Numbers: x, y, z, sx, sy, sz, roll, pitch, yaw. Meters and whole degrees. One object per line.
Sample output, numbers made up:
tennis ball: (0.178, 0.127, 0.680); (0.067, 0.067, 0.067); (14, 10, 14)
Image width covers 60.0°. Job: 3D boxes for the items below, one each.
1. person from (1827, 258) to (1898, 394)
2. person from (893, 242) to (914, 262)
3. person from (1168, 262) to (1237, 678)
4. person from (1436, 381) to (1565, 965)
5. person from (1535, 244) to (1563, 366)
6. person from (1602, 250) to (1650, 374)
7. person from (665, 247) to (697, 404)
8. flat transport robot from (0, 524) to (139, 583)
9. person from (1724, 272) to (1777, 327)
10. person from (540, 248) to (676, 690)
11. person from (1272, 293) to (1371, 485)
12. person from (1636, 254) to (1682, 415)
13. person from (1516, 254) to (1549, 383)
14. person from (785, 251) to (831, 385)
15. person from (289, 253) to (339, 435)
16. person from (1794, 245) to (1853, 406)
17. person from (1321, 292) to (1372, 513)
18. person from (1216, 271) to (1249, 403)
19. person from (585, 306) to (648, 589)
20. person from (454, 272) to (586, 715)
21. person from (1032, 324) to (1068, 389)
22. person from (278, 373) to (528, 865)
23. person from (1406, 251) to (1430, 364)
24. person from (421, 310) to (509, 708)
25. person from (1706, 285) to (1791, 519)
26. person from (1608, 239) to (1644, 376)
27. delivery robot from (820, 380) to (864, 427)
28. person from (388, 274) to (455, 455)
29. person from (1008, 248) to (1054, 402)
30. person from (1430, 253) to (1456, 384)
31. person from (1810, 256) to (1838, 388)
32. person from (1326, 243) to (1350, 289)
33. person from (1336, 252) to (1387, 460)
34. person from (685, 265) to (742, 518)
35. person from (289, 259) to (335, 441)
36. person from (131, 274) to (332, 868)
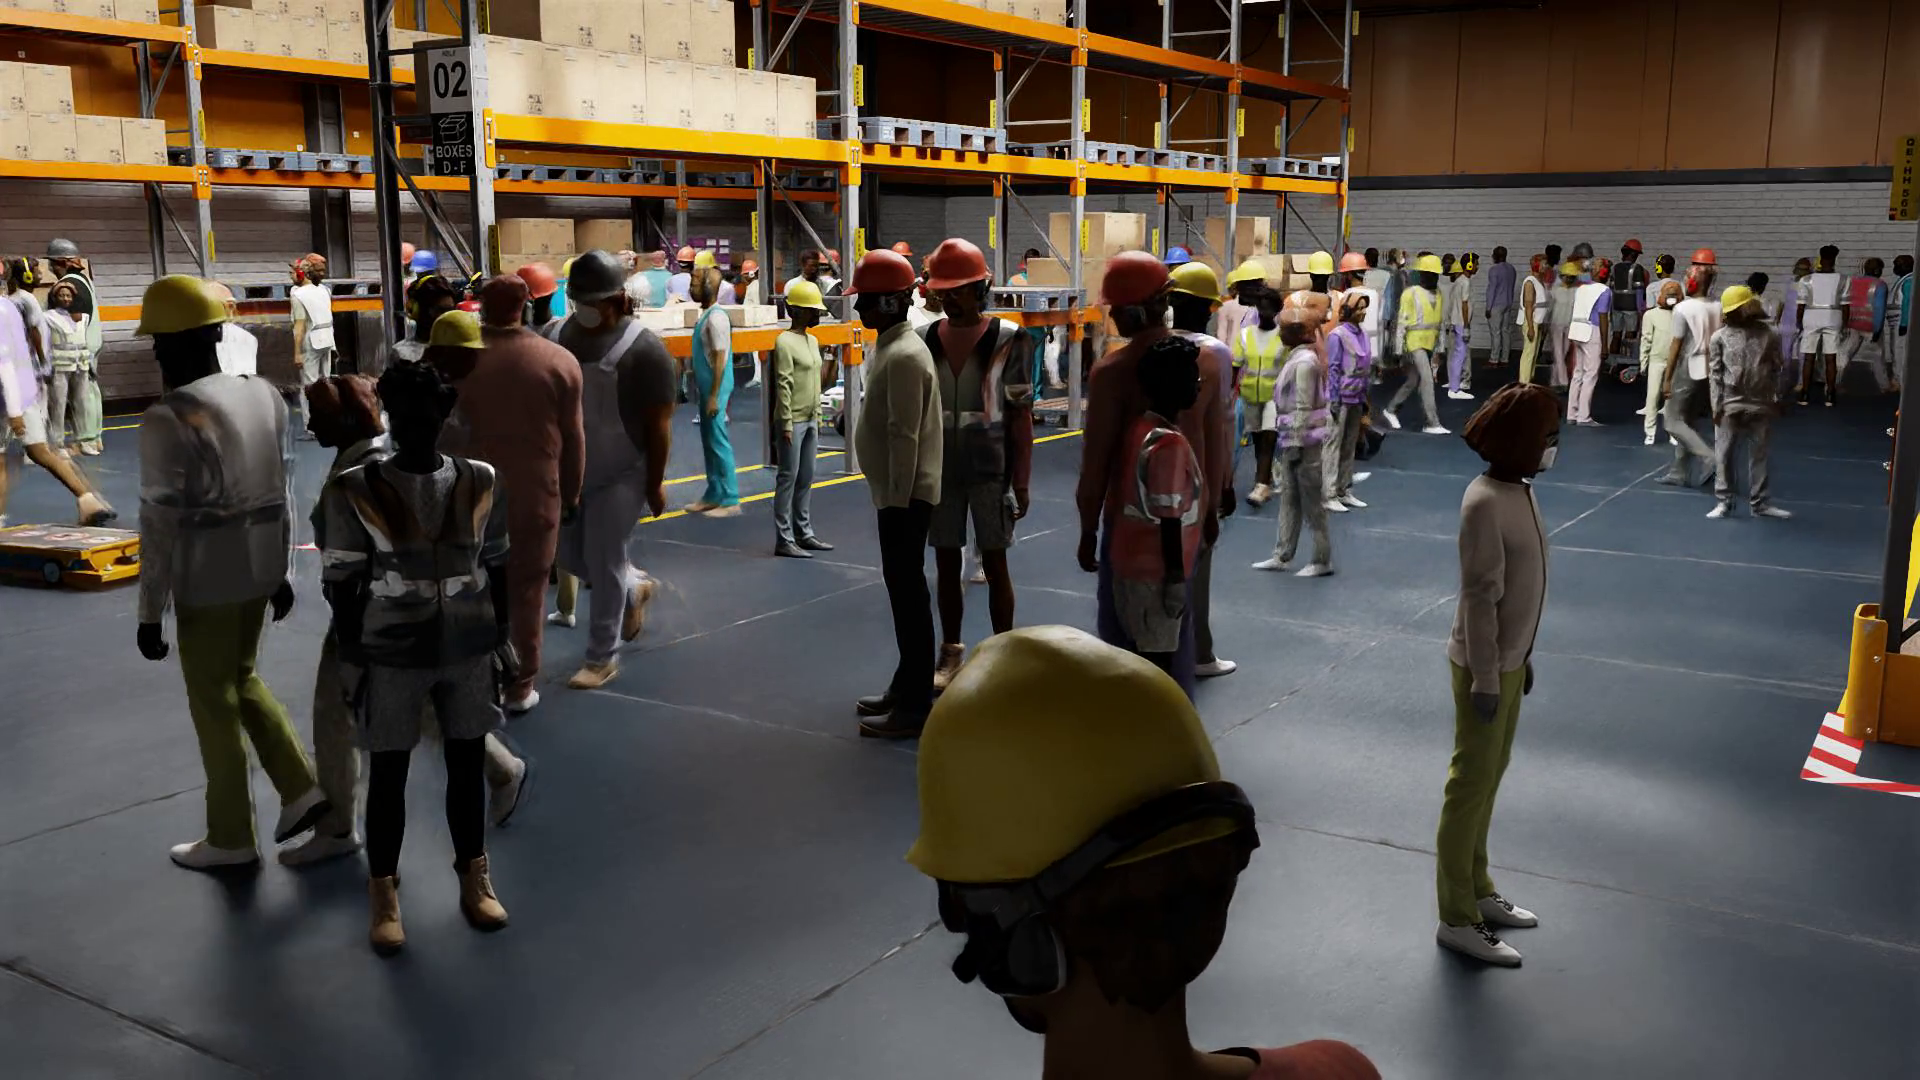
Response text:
person: (11.871, -2.789, 21.786); (0.980, 1.801, 0.628); (-3, 11, -18)
person: (-0.790, -2.991, 22.327); (0.386, 1.992, 0.625); (3, 11, 15)
person: (1.039, -0.318, 7.734); (0.584, 1.918, 0.381); (9, 14, 42)
person: (1.536, 0.364, 4.745); (0.286, 1.633, 0.498); (6, 12, 28)
person: (9.458, -3.776, 26.783); (0.365, 1.957, 0.606); (3, 11, 17)
person: (10.014, -3.455, 25.000); (0.377, 1.959, 0.604); (-9, 14, -42)
person: (-3.357, -2.643, 20.560); (0.543, 1.938, 0.357); (2, 10, 12)
flat transport robot: (-5.520, 0.069, 10.154); (1.431, 0.197, 0.652); (4, 11, 20)
person: (8.747, -2.134, 18.466); (0.400, 1.666, 0.558); (-9, 14, -42)
person: (-1.617, -0.371, 7.685); (0.718, 2.000, 0.777); (5, 11, 25)
person: (2.959, -1.215, 13.609); (0.841, 1.591, 0.503); (3, 11, 18)
person: (8.108, -2.358, 19.209); (0.510, 1.860, 0.333); (-2, 10, -9)
person: (7.358, -2.743, 21.358); (0.389, 1.850, 0.566); (6, 12, 30)
person: (-1.672, -2.243, 18.443); (0.608, 1.907, 0.418); (-8, 13, -36)
person: (-6.584, -1.980, 17.030); (0.355, 1.887, 0.573); (2, 11, 13)
person: (10.570, -2.627, 20.394); (0.608, 1.966, 0.371); (5, 11, 27)
person: (2.909, -1.037, 12.490); (0.314, 1.639, 0.515); (9, 14, 42)
person: (2.929, -1.925, 17.248); (0.575, 1.694, 0.908); (0, 10, 0)
person: (-2.018, -0.551, 9.675); (0.323, 1.690, 0.536); (3, 11, 16)
person: (-1.928, -0.199, 7.169); (0.642, 1.883, 0.530); (0, 10, -3)
person: (1.215, -2.988, 22.799); (0.680, 1.818, 0.640); (9, 13, 40)
person: (-1.869, 0.242, 5.517); (0.792, 1.599, 0.528); (-8, 13, -39)
person: (7.486, -3.761, 27.012); (0.326, 1.843, 0.515); (-7, 12, -34)
person: (-2.103, -0.094, 7.012); (0.323, 1.737, 0.489); (5, 11, 27)
person: (5.735, -0.975, 11.983); (0.674, 1.699, 0.376); (2, 10, 12)
person: (9.938, -3.450, 24.761); (0.382, 2.038, 0.606); (-5, 11, -25)
delivery robot: (-1.240, -1.432, 17.422); (0.477, 0.478, 0.707); (6, 12, 31)
person: (-2.519, -0.335, 7.980); (0.335, 1.865, 0.520); (2, 10, 10)
person: (0.862, -2.577, 20.243); (0.591, 1.922, 0.392); (-3, 11, -16)
person: (6.836, -3.113, 23.446); (0.504, 1.840, 0.341); (2, 10, 10)
person: (11.860, -2.997, 22.849); (0.403, 1.824, 0.591); (5, 11, 24)
person: (6.424, -4.051, 28.248); (0.625, 1.980, 0.410); (-7, 13, -35)
person: (3.675, -1.659, 15.187); (0.563, 1.911, 0.660); (-6, 12, -32)
person: (-1.828, -1.079, 12.169); (0.353, 1.847, 0.512); (-3, 11, -15)
person: (-6.544, -1.918, 16.837); (0.384, 1.835, 0.562); (1, 10, 7)
person: (-2.357, 0.122, 5.279); (0.436, 1.914, 0.612); (3, 11, 14)
